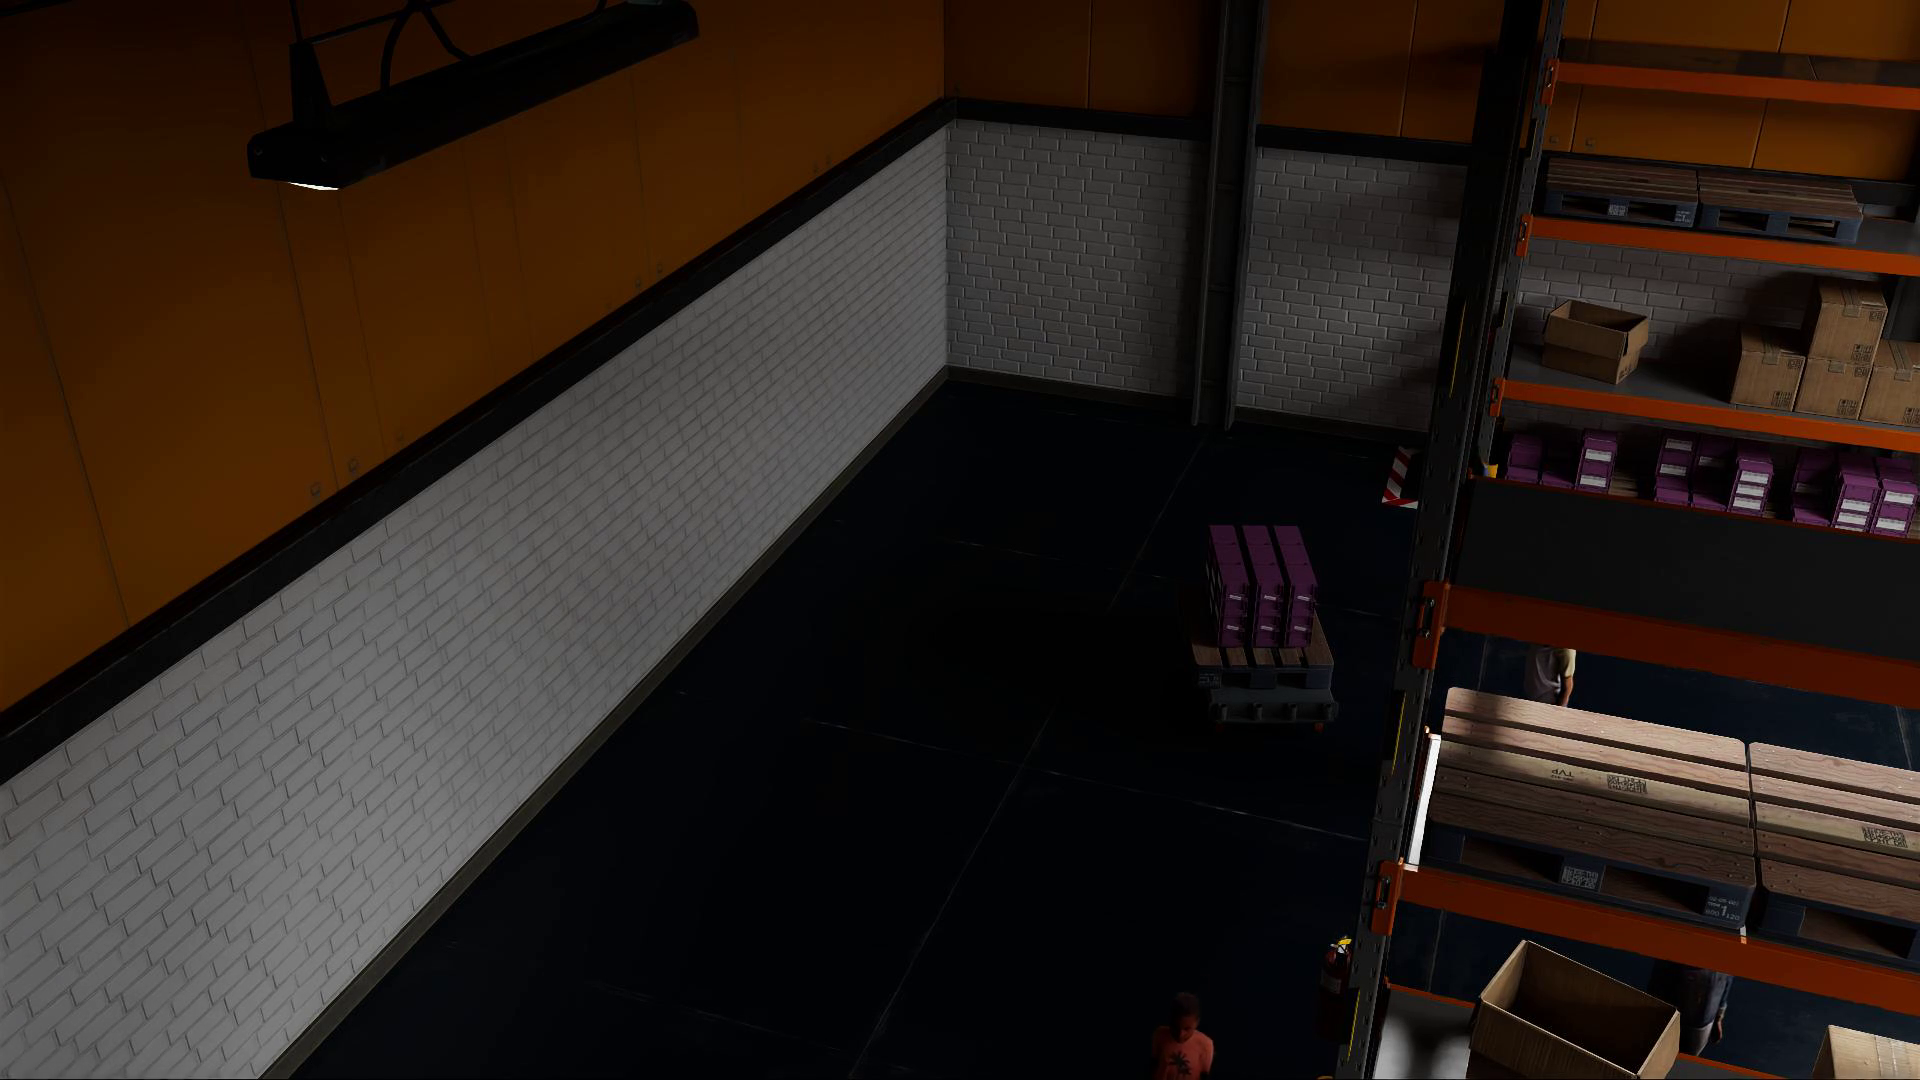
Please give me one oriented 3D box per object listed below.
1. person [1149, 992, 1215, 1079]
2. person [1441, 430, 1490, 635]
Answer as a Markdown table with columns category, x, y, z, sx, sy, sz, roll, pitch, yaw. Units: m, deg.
| category | x | y | z | sx | sy | sz | roll | pitch | yaw |
| --- | --- | --- | --- | --- | --- | --- | --- | --- | --- |
| person | 1.130 | 2.776 | 8.482 | 0.770 | 1.293 | 0.543 | 10 | 30 | 17 |
| person | 3.925 | -0.043 | 13.249 | 1.084 | 1.676 | 0.805 | 6 | 29 | 10 |
